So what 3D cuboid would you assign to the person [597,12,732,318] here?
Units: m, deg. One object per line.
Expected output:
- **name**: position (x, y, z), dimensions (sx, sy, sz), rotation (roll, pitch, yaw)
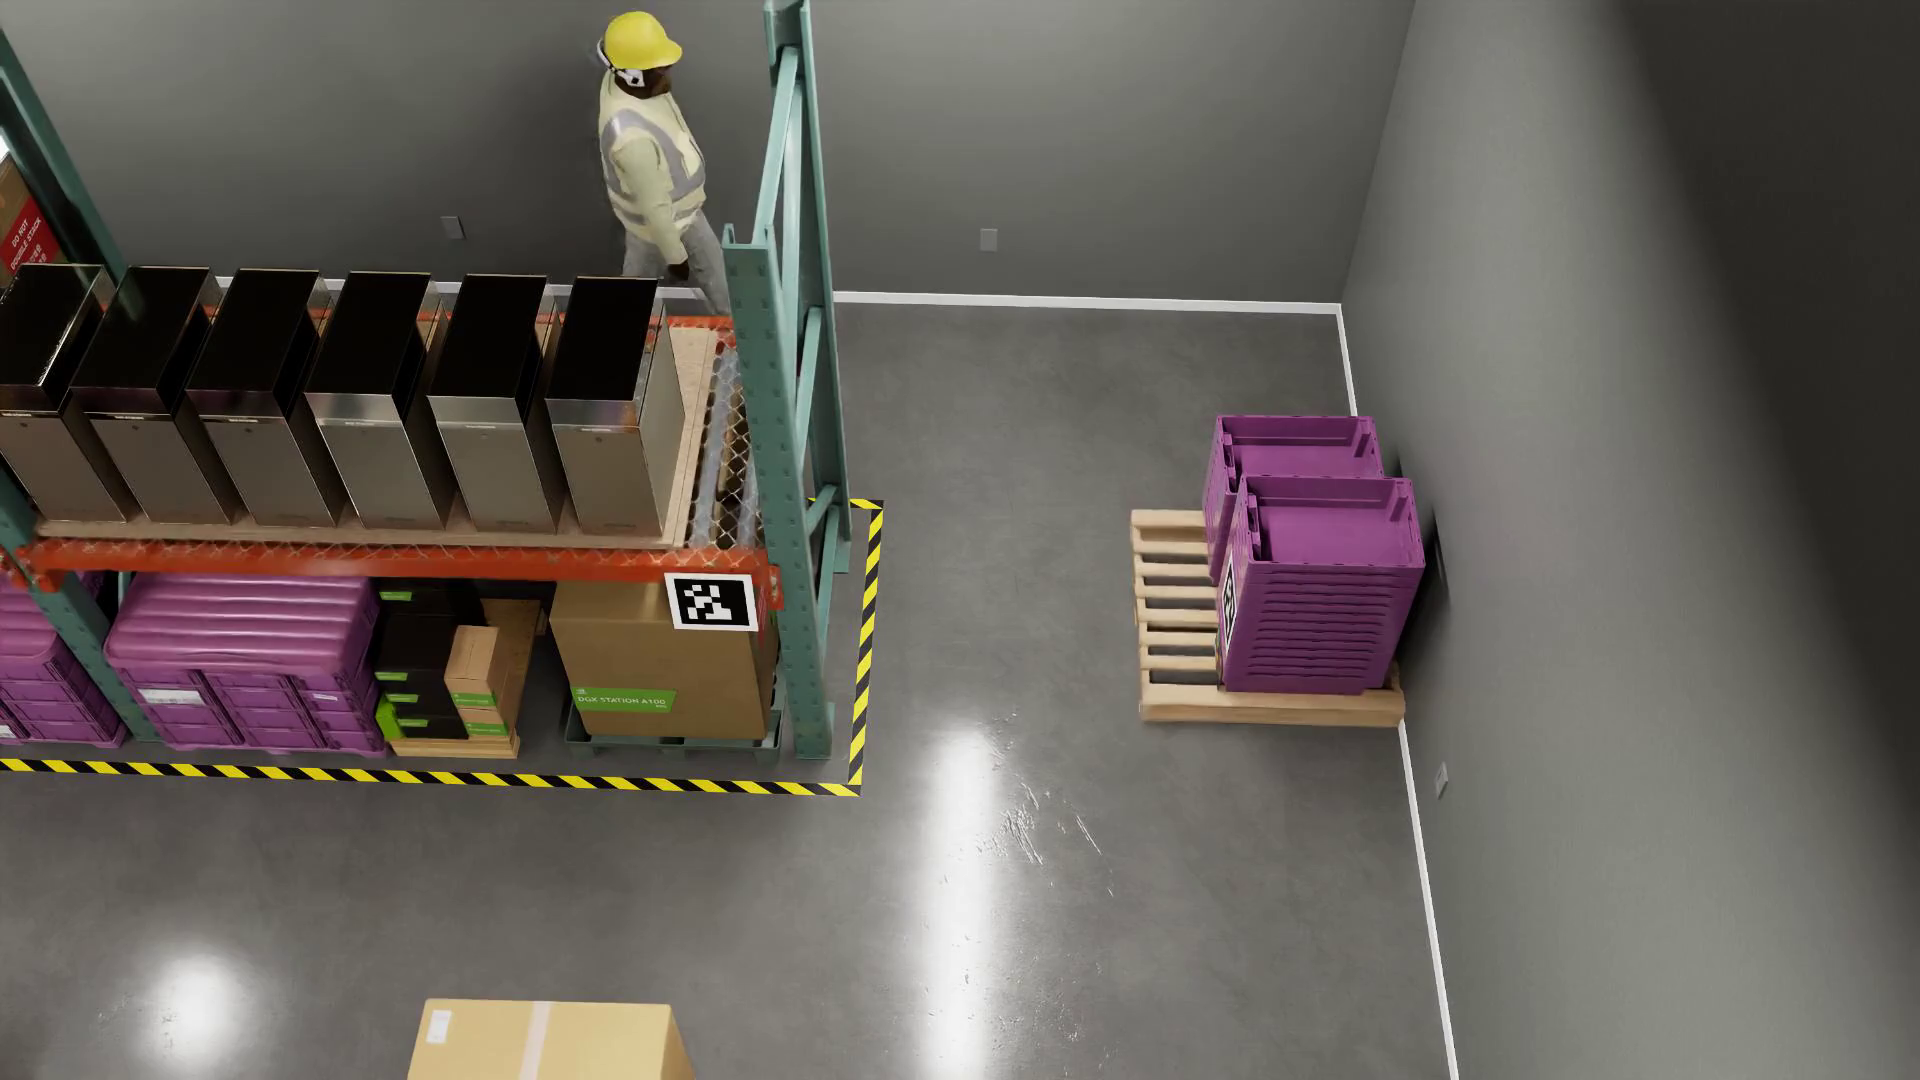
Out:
- **person**: position (-1.278, -1.391, 6.884), dimensions (0.934, 1.789, 0.608), rotation (-4, 52, -3)
